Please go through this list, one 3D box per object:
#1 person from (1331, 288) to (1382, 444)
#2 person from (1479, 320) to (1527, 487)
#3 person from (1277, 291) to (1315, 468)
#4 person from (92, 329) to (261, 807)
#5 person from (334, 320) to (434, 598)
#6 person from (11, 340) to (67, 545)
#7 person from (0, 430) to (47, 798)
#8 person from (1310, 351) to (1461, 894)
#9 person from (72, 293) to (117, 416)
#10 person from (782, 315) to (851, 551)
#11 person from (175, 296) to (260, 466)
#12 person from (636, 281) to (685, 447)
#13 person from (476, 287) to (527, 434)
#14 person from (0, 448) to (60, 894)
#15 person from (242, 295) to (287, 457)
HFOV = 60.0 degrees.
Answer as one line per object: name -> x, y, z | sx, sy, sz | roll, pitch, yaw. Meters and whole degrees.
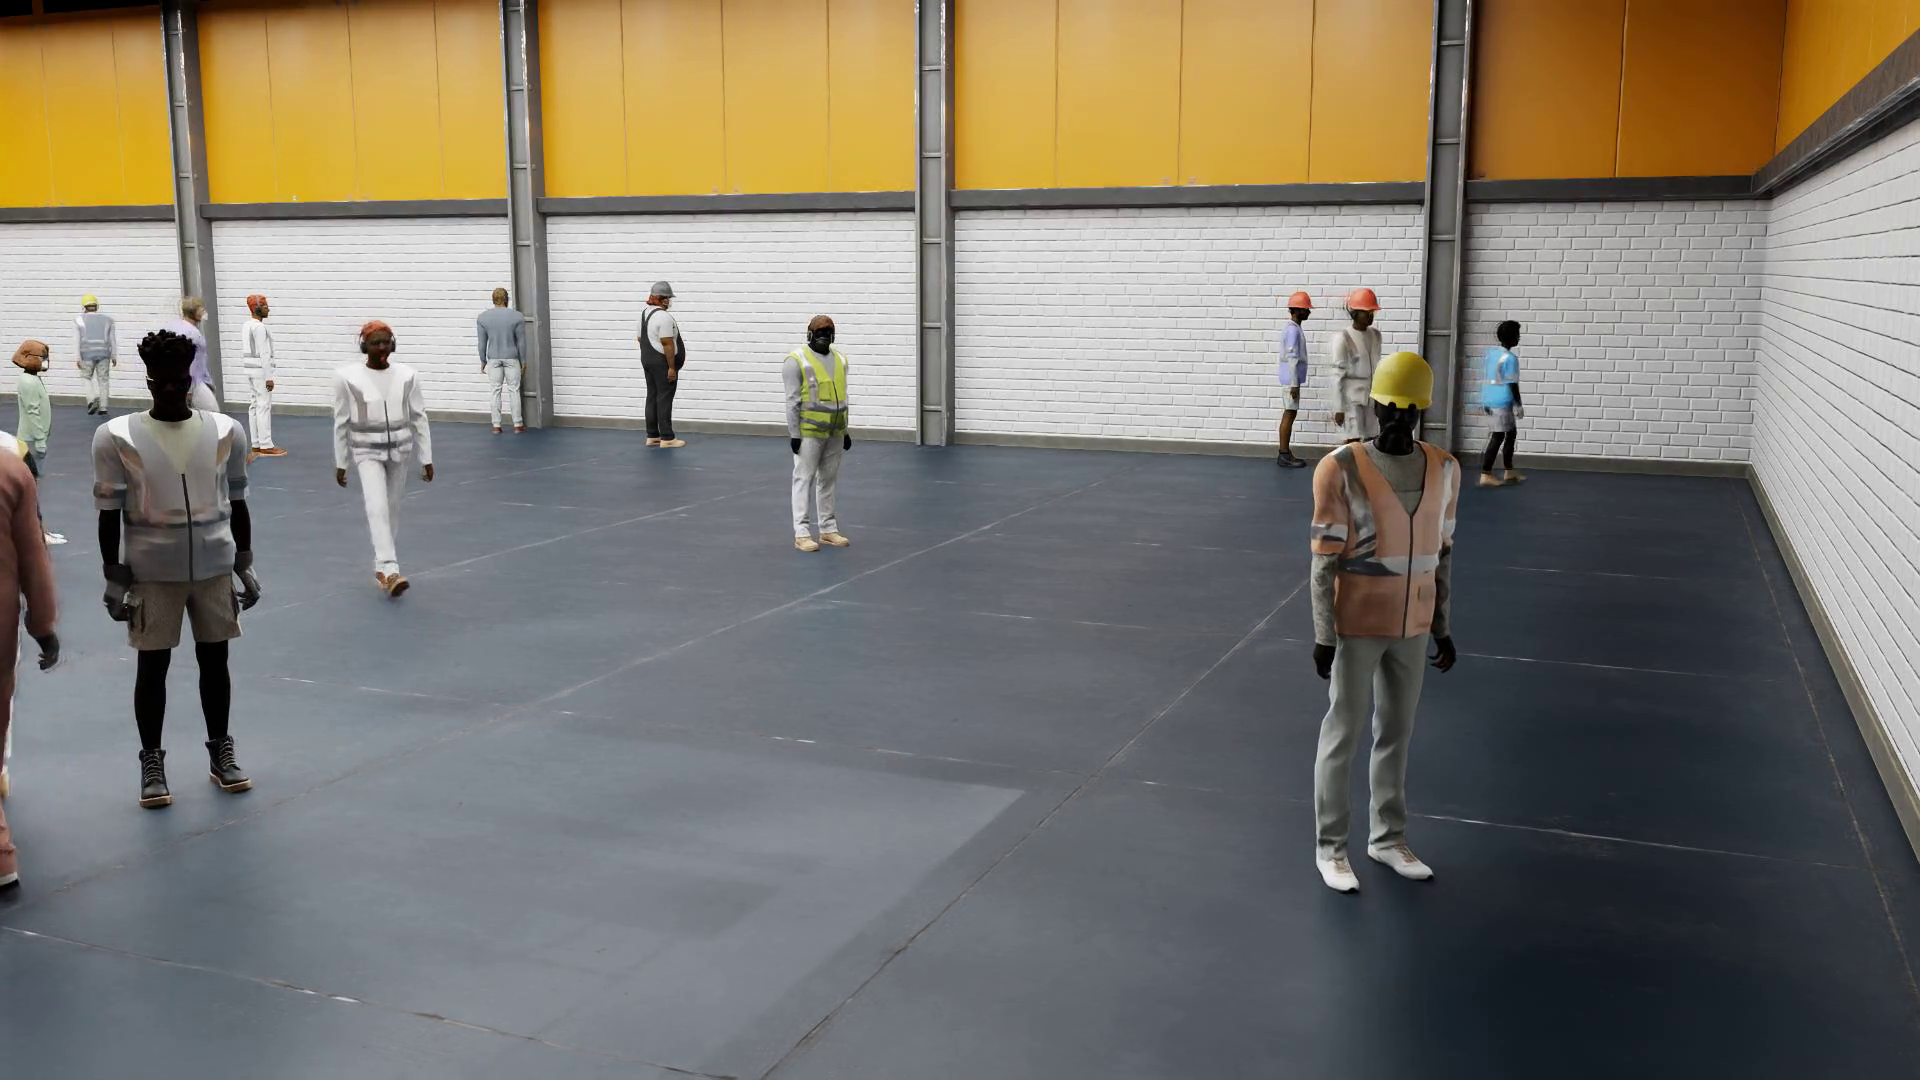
person -> 3.556, -1.262, 15.040 | 0.632, 2.024, 0.557 | -7, 12, -38
person -> 5.539, -1.360, 16.700 | 0.680, 1.668, 0.550 | 0, 9, -3
person -> 3.709, -1.768, 18.369 | 0.373, 1.934, 0.551 | 1, 9, 9
person -> -3.232, 0.110, 6.901 | 0.613, 1.962, 0.364 | -7, 12, -38
person -> -3.825, -0.534, 11.164 | 0.606, 1.841, 0.923 | -7, 12, -37
person -> -7.367, -0.777, 13.283 | 0.279, 1.633, 0.497 | -5, 11, -30
person -> -4.090, 0.202, 6.795 | 0.654, 1.816, 0.485 | -6, 11, -30
person -> 1.524, 0.289, 5.941 | 0.589, 1.924, 0.384 | -3, 10, -20
person -> -12.729, -2.717, 24.484 | 0.598, 1.819, 0.421 | -7, 12, -37
person -> -1.093, -0.842, 13.060 | 0.430, 1.841, 0.624 | 9, 13, 44
person -> -8.143, -1.660, 17.855 | 1.012, 1.883, 0.652 | -5, 11, -28
person -> -3.637, -2.164, 20.453 | 0.536, 2.000, 0.688 | -7, 12, -37
person -> -6.042, -2.365, 21.992 | 0.627, 1.936, 0.375 | -1, 9, -5
person -> -3.683, 0.314, 6.020 | 1.023, 1.846, 0.665 | 9, 13, 42
person -> -8.155, -1.913, 19.414 | 0.355, 1.883, 0.575 | -8, 12, -40
